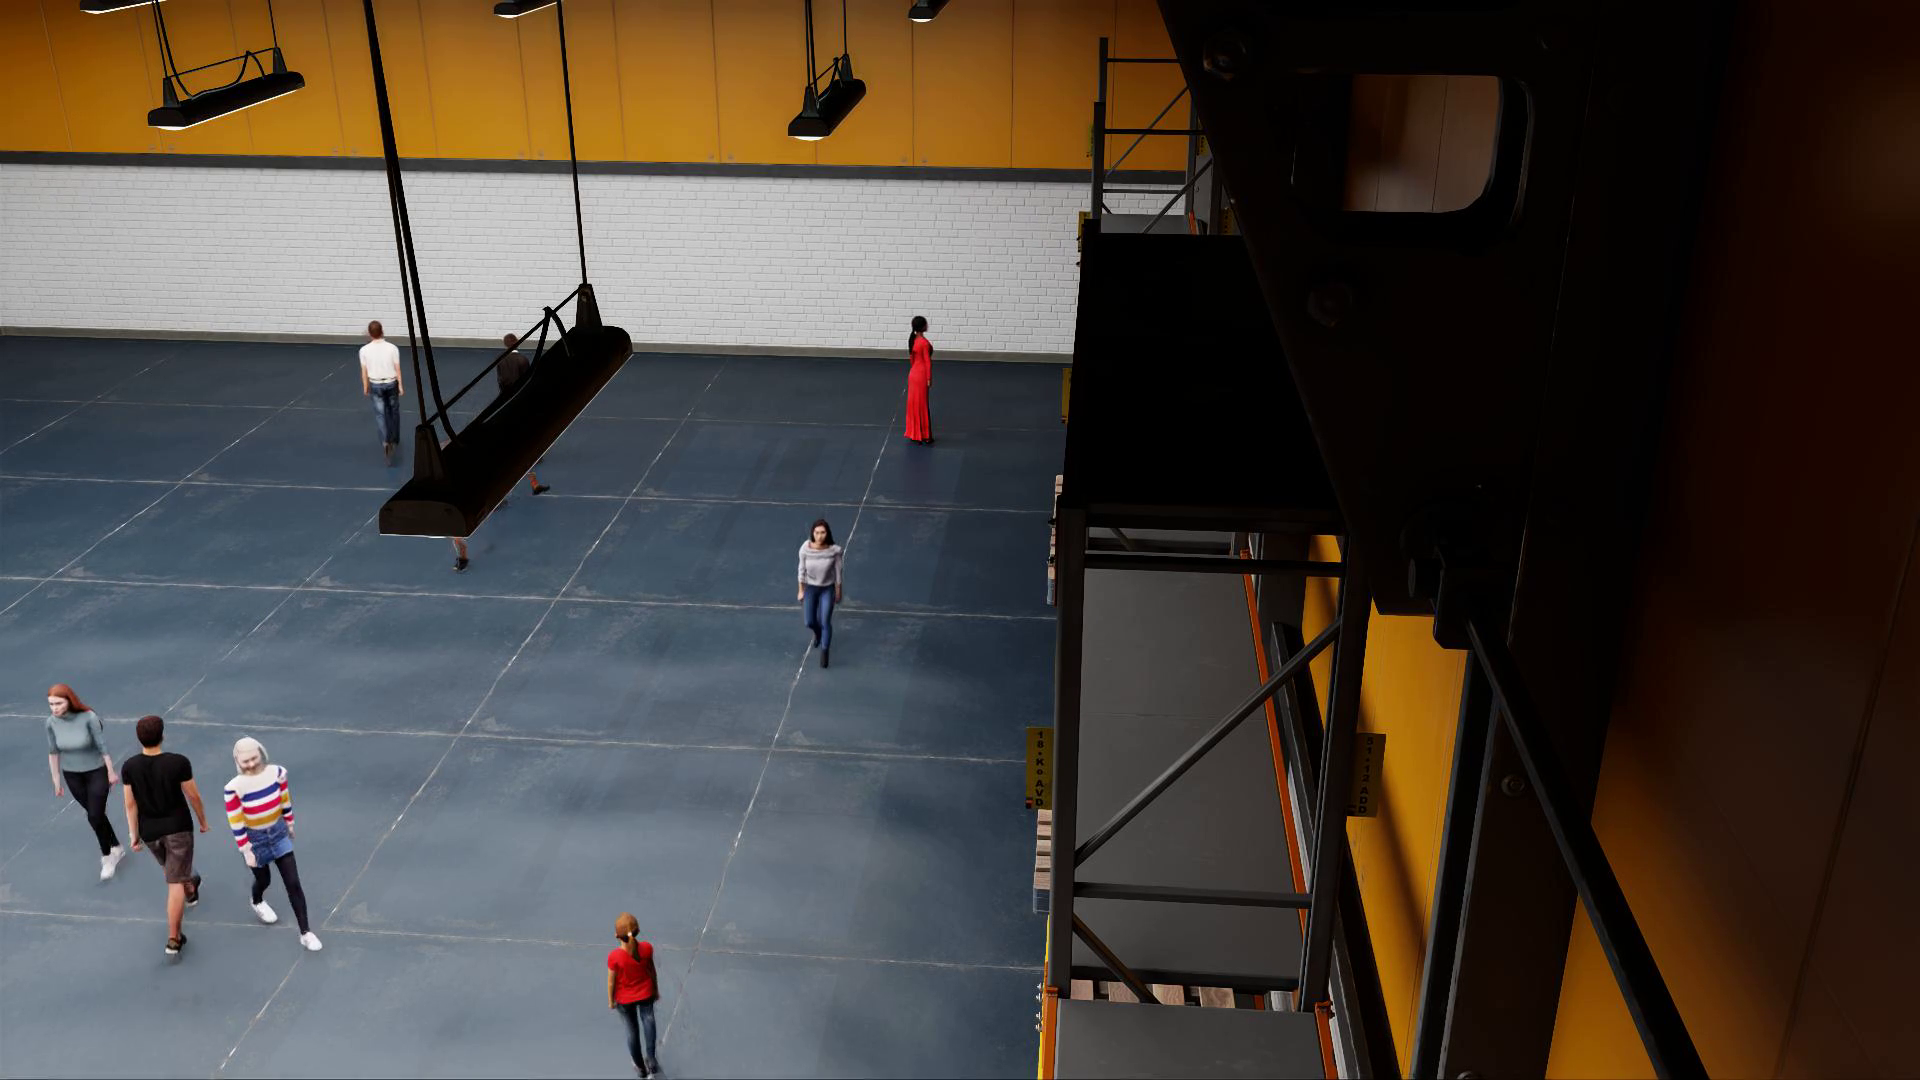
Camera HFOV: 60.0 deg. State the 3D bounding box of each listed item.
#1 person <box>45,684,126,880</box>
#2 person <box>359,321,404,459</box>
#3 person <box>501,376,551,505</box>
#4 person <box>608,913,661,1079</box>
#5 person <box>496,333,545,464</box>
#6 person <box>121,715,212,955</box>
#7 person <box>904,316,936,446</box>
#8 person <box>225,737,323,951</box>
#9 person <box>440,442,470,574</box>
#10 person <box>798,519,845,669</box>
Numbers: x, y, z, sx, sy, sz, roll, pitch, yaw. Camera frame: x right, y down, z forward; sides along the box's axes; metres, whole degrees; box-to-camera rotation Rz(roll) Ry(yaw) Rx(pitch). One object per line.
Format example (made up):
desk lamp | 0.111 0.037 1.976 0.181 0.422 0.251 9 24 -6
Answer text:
person | -7.061 1.892 13.521 0.642 1.727 0.694 -1 24 -3
person | -7.732 -2.003 22.300 0.952 1.832 1.230 -7 25 -16
person | -5.595 -1.232 20.786 1.115 1.633 1.029 -20 30 -38
person | -2.179 3.117 11.245 0.583 1.306 0.627 -10 26 -23
person | -5.857 -1.873 22.042 0.691 1.799 0.615 6 24 14
person | -6.027 2.259 12.583 0.889 1.806 1.313 -4 24 -9
person | -0.557 -2.196 22.796 0.809 1.787 0.732 -14 27 -29
person | -5.317 2.258 12.628 1.179 1.772 1.165 21 31 40
person | -5.763 -0.405 19.002 0.561 1.547 0.598 4 24 9
person | -1.412 0.493 16.855 0.637 1.619 0.708 1 24 2
